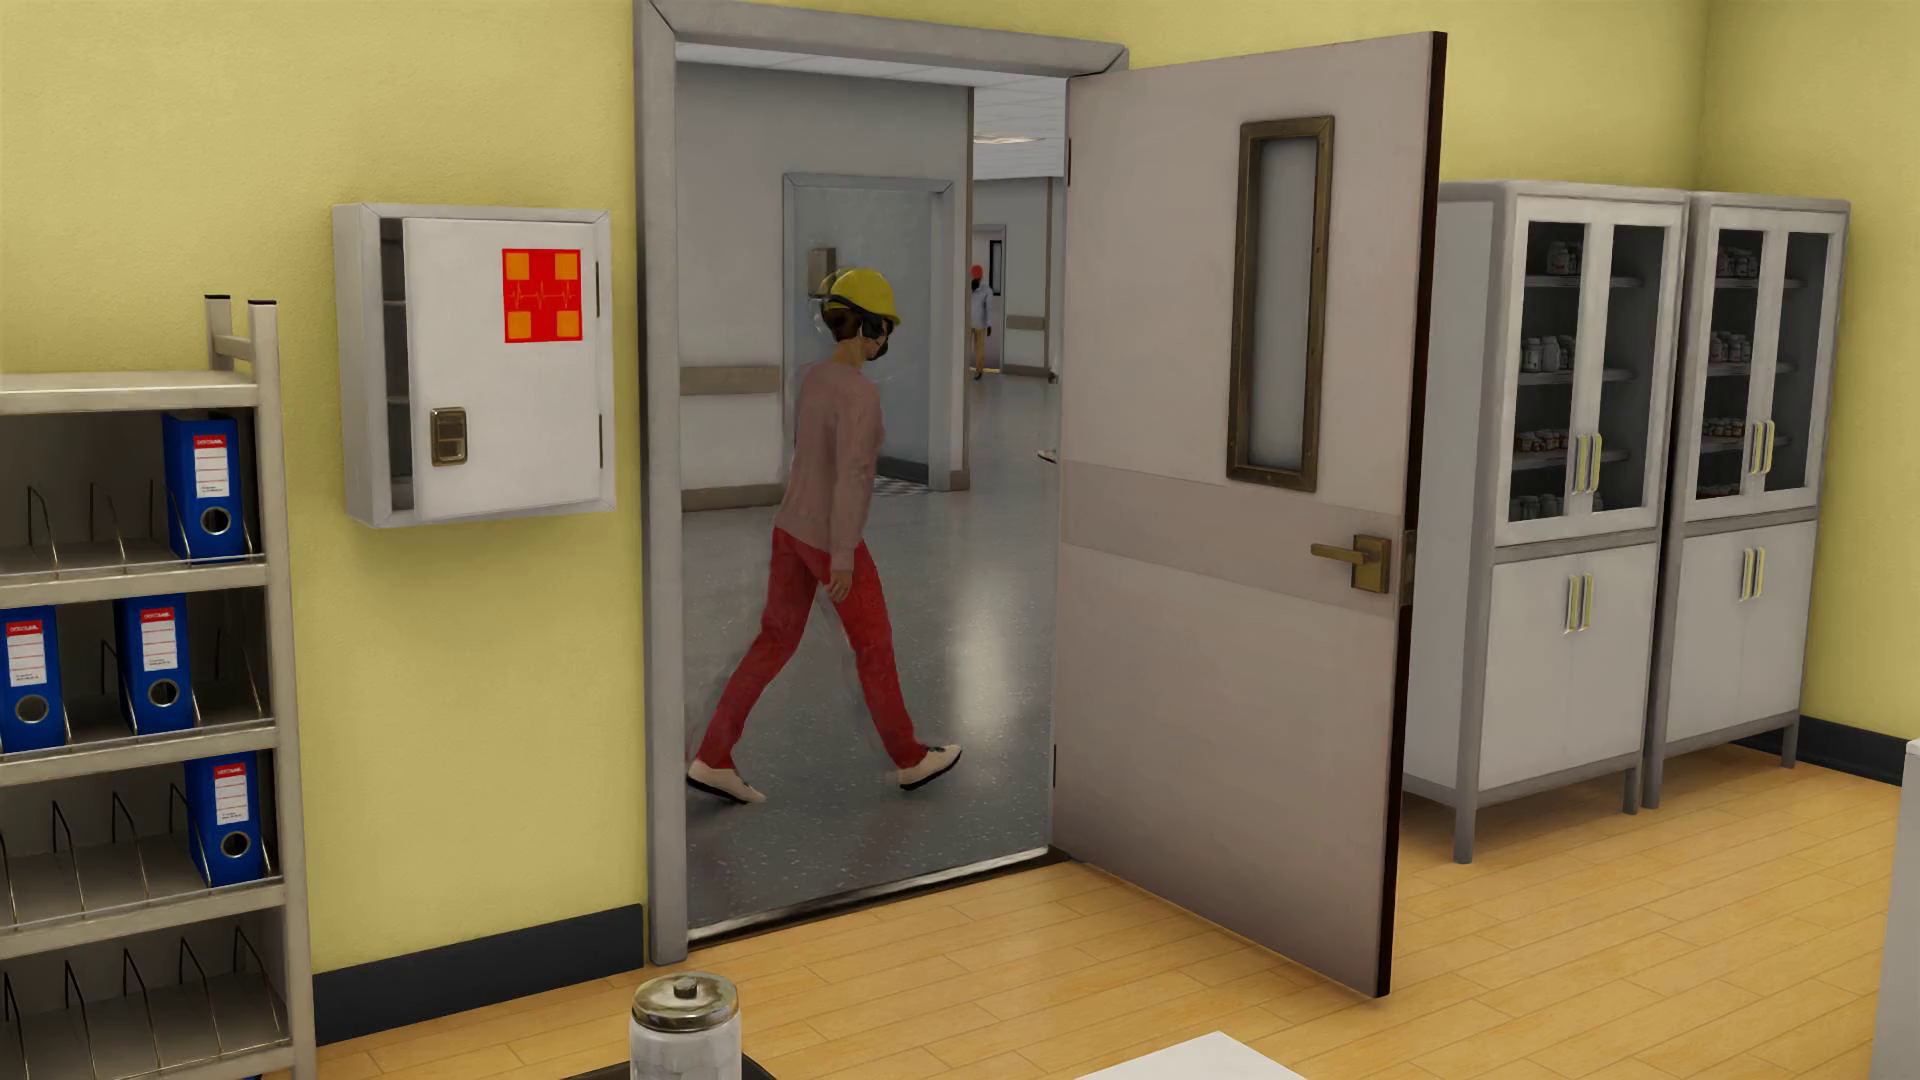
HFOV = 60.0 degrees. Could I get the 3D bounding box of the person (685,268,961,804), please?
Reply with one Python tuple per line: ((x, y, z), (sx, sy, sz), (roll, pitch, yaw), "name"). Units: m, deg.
((-0.436, 0.003, 5.299), (0.933, 1.713, 0.562), (-5, 11, -30), "person")
